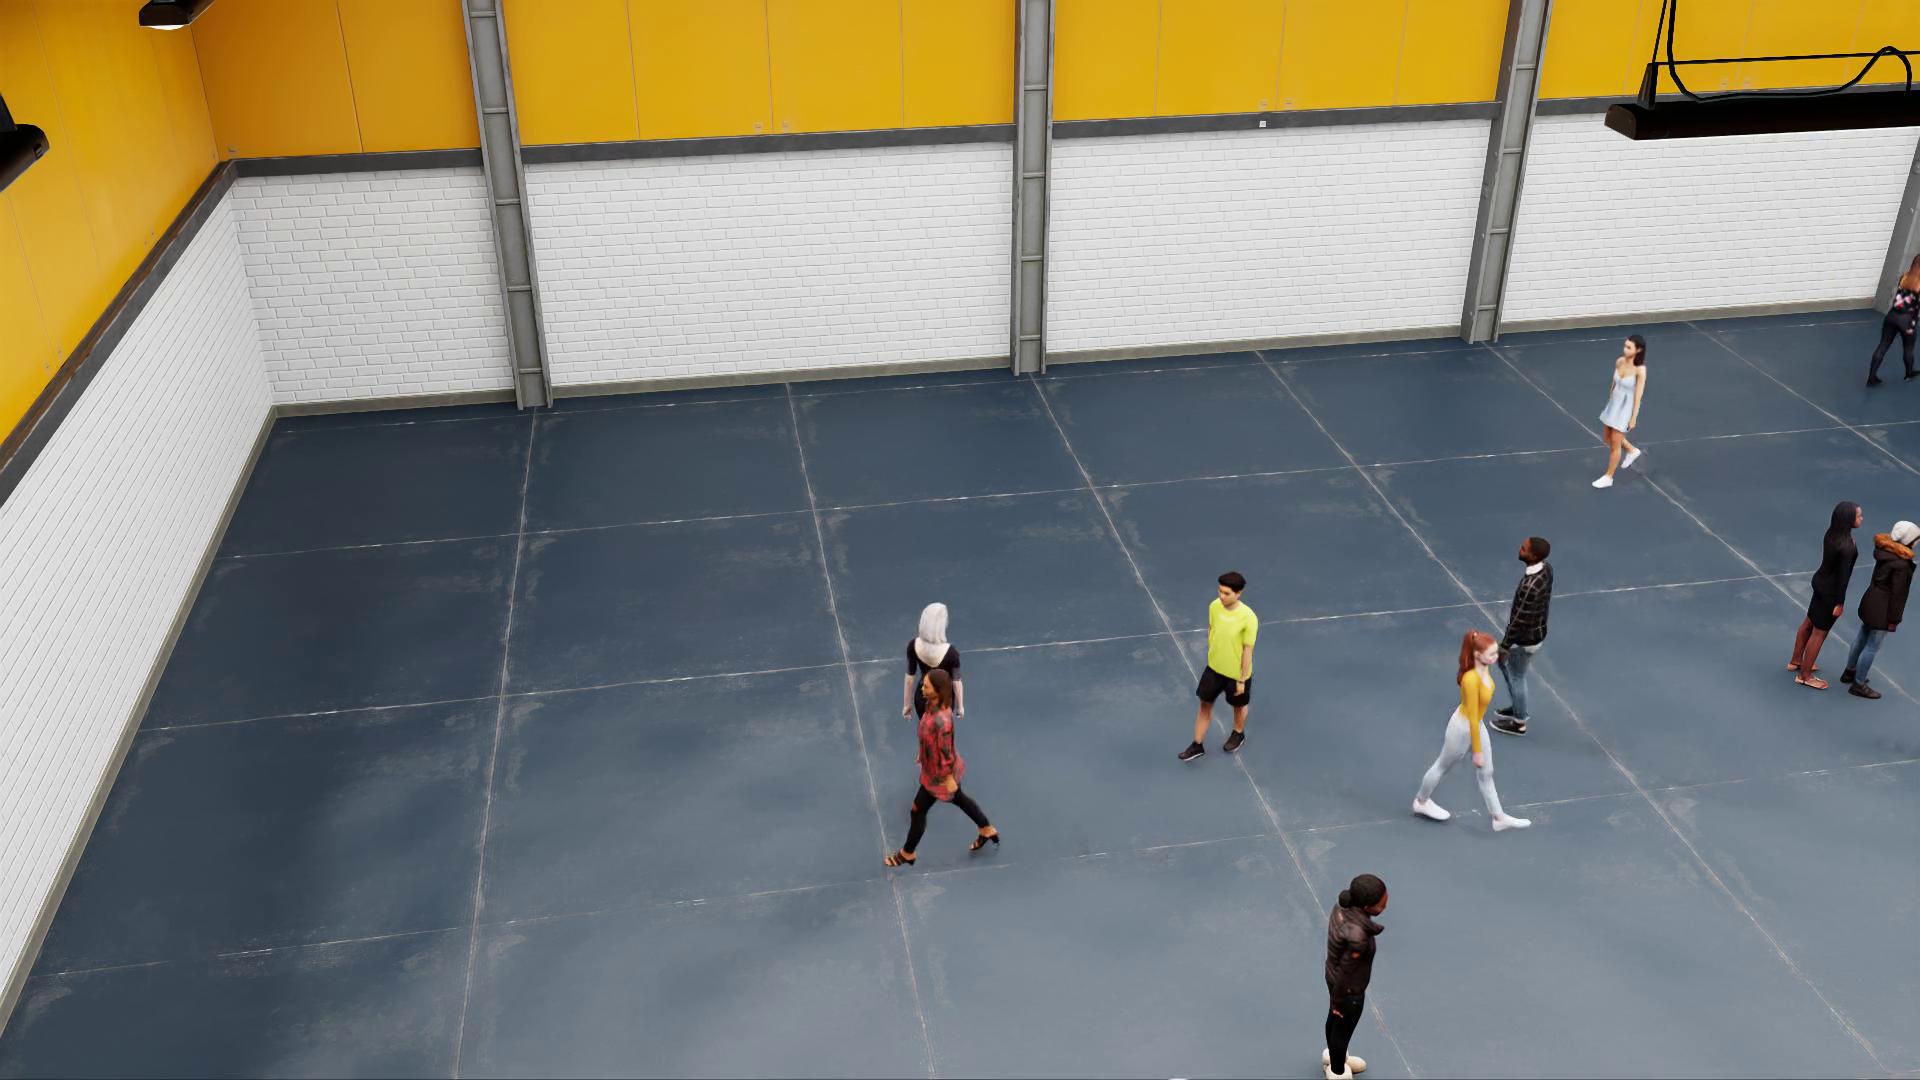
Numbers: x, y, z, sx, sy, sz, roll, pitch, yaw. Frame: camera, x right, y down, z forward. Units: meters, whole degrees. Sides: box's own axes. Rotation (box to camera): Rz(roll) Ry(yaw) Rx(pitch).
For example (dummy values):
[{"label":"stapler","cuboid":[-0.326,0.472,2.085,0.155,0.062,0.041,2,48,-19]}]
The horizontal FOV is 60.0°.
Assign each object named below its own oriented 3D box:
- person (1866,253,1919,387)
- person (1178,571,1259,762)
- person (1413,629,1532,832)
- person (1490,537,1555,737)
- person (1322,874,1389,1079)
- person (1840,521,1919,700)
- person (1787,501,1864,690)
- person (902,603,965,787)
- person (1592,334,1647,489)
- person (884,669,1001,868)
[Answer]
[{"label":"person","cuboid":[11.218,-2.609,19.920,1.059,1.646,0.780,-14,32,-24]},{"label":"person","cuboid":[2.204,0.970,13.323,0.943,1.680,1.037,22,35,34]},{"label":"person","cuboid":[3.684,1.432,12.446,1.160,1.709,1.019,14,31,24]},{"label":"person","cuboid":[4.668,0.811,13.478,0.863,1.810,0.812,17,33,29]},{"label":"person","cuboid":[2.351,2.706,10.161,0.603,1.660,0.650,-5,29,-8]},{"label":"person","cuboid":[7.823,0.563,14.117,0.697,1.634,0.702,4,29,7]},{"label":"person","cuboid":[7.441,0.446,14.242,0.629,1.721,0.675,5,29,9]},{"label":"person","cuboid":[-0.231,1.332,12.534,1.049,1.800,0.995,10,30,18]},{"label":"person","cuboid":[7.081,-1.371,17.576,0.939,1.716,0.720,-12,31,-21]},{"label":"person","cuboid":[-0.056,1.660,12.077,1.089,1.661,0.627,-5,29,-8]}]
